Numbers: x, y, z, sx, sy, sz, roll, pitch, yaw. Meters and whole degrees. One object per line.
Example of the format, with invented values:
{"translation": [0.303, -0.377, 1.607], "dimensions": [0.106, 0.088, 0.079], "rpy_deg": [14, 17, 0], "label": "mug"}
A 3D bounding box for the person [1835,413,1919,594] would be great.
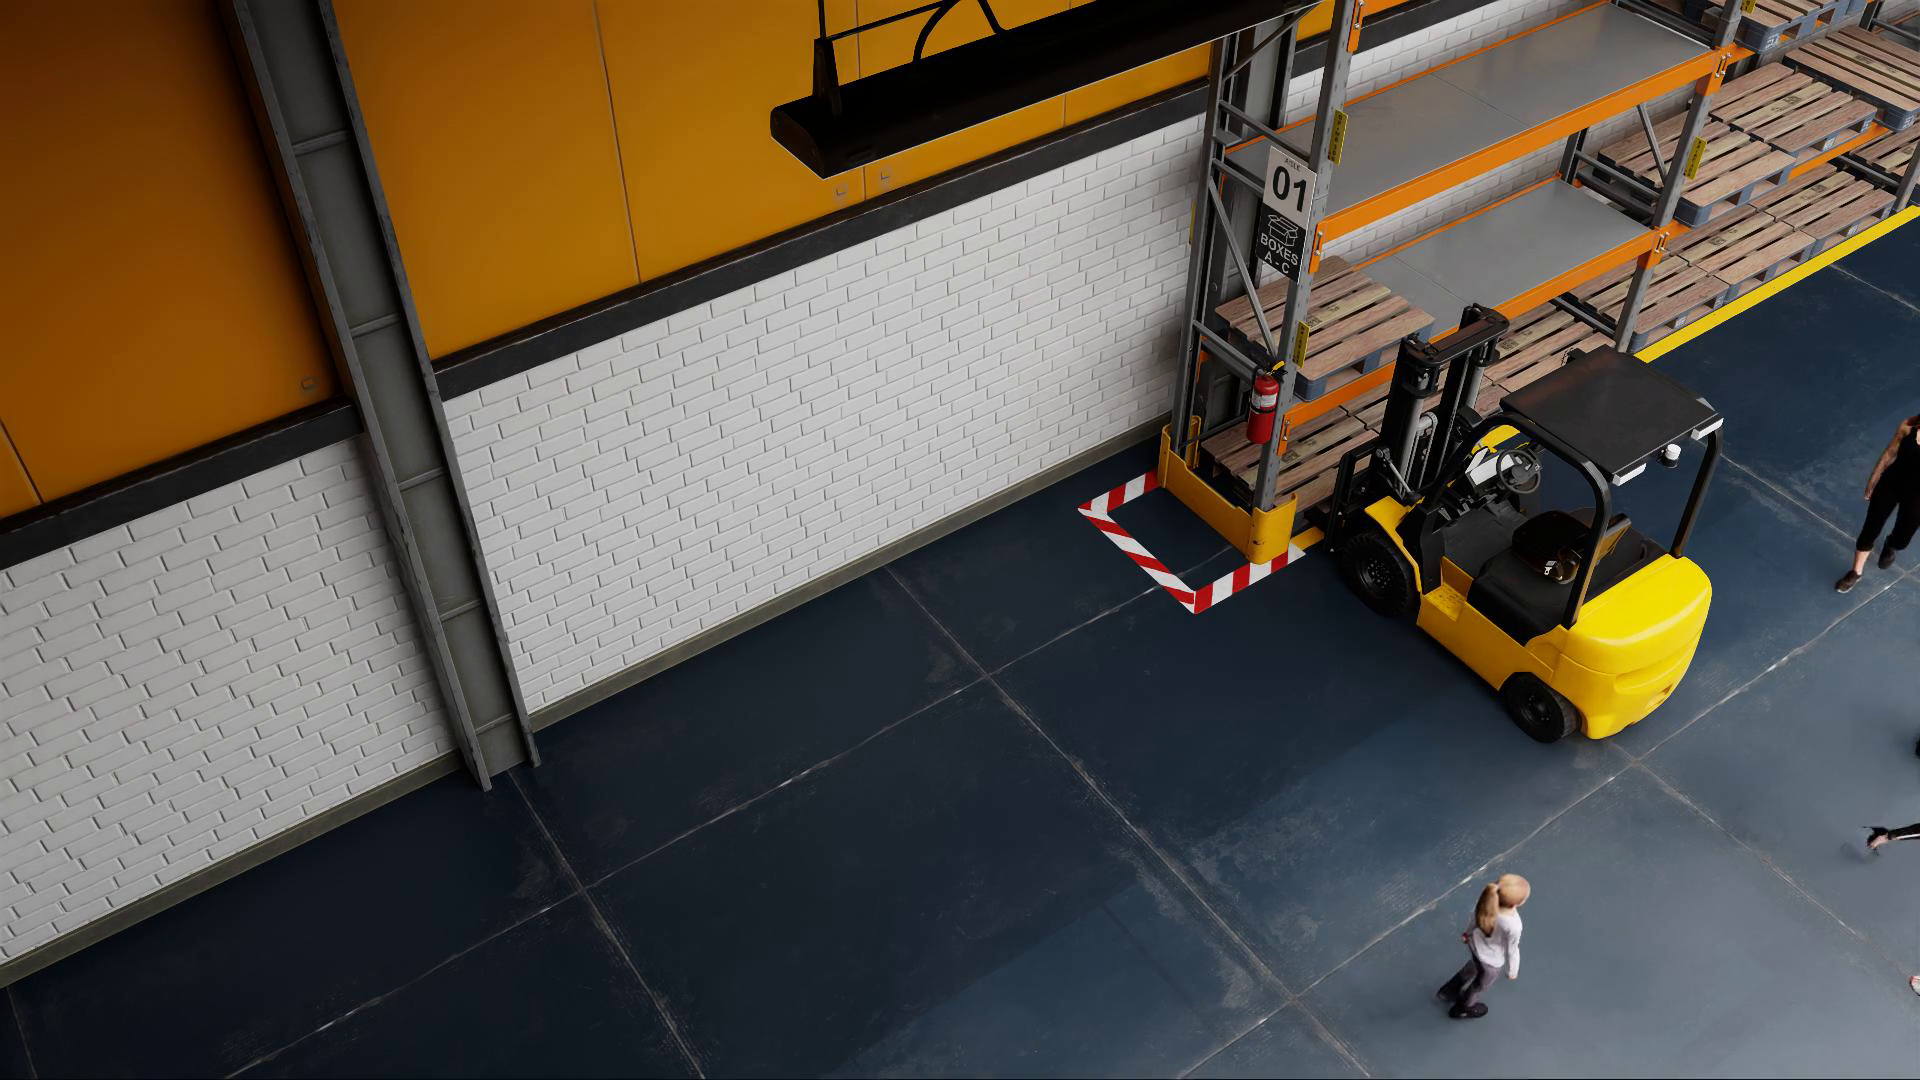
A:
{"translation": [6.470, -0.354, 11.350], "dimensions": [0.682, 1.714, 0.842], "rpy_deg": [33, 53, 30], "label": "person"}

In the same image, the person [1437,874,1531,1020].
{"translation": [2.799, 2.220, 8.969], "dimensions": [0.624, 1.270, 0.579], "rpy_deg": [-8, 44, -8], "label": "person"}
